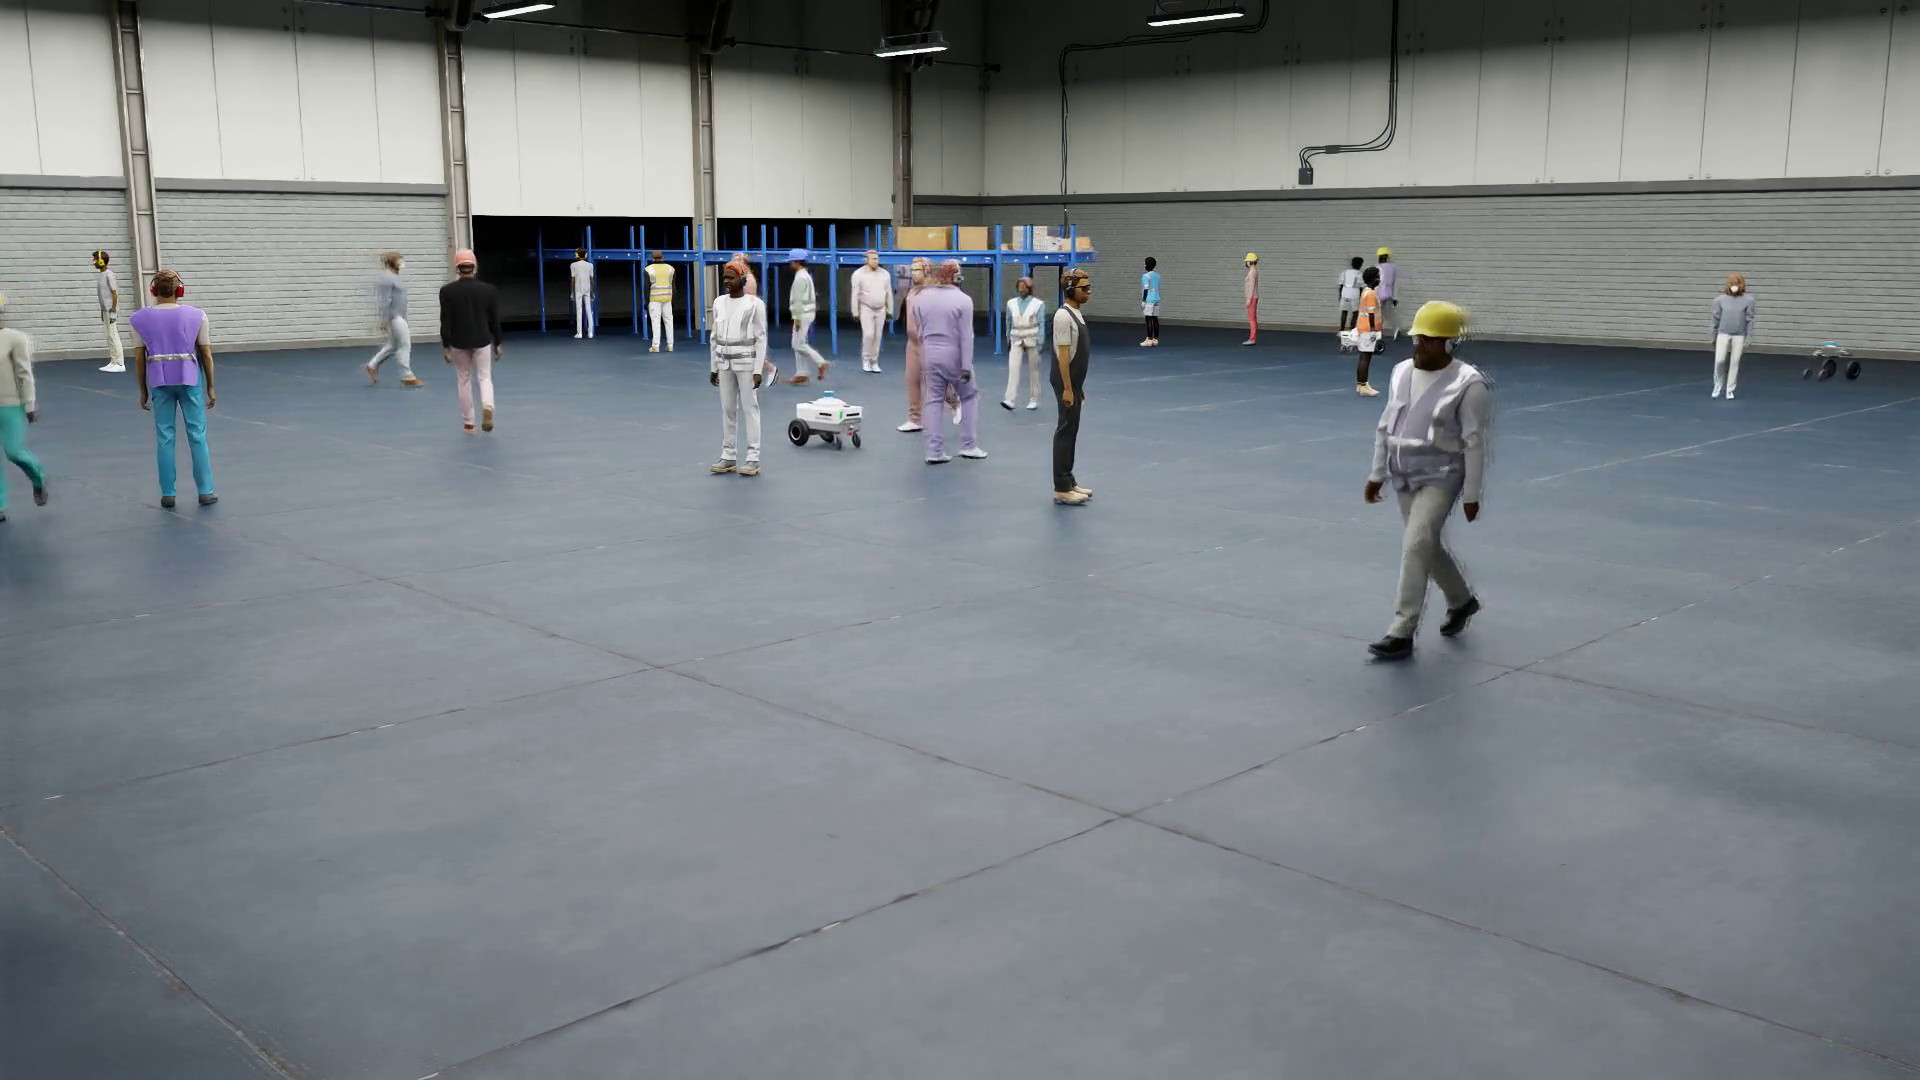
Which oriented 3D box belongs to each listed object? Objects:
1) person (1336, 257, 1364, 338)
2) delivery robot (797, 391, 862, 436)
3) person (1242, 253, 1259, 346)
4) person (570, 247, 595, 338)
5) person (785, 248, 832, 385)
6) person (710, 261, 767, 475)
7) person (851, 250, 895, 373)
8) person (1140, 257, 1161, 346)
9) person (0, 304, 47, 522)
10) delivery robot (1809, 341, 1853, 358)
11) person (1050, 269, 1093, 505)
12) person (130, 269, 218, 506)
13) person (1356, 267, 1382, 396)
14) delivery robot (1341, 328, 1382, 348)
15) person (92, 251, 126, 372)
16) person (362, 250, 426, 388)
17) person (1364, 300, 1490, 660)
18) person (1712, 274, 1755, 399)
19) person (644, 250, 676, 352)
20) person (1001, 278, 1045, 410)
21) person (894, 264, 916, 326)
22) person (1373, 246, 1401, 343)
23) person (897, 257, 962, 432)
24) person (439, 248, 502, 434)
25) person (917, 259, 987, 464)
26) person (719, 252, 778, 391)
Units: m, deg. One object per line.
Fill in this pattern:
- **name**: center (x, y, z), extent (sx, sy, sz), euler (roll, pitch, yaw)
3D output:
- **person**: center (8.064, -5.004, 34.383), extent (0.312, 1.670, 0.636), euler (-10, 14, -42)
- **delivery robot**: center (-1.324, -1.265, 16.840), extent (0.707, 0.478, 0.477), euler (9, 14, 41)
- **person**: center (5.622, -4.658, 32.177), extent (0.312, 1.768, 0.530), euler (3, 11, 15)
- **person**: center (-7.814, -5.118, 34.439), extent (0.508, 1.861, 0.312), euler (-6, 12, -31)
- **person**: center (-2.174, -3.156, 23.535), extent (0.579, 1.928, 0.622), euler (-1, 10, -3)
- **person**: center (-1.983, -1.526, 14.781), extent (0.576, 1.882, 0.355), euler (6, 12, 28)
- **person**: center (-1.310, -3.521, 25.661), extent (0.647, 1.890, 0.585), euler (-6, 12, -29)
- **person**: center (3.642, -4.559, 31.826), extent (0.321, 1.697, 0.529), euler (8, 13, 37)
- **person**: center (-7.123, -1.012, 12.352), extent (0.527, 1.749, 0.532), euler (0, 10, -2)
- **delivery robot**: center (12.932, -2.831, 24.672), extent (0.698, 0.223, 0.335), euler (-5, 11, -23)
- **person**: center (0.895, -1.224, 13.237), extent (0.346, 1.846, 0.506), euler (2, 11, 13)
- **person**: center (-6.155, -1.191, 13.053), extent (0.566, 1.847, 0.390), euler (-4, 11, -21)
- **person**: center (5.429, -2.766, 22.066), extent (0.317, 1.701, 0.541), euler (1, 10, 4)
- **delivery robot**: center (7.182, -3.638, 29.774), extent (0.707, 0.478, 0.477), euler (-4, 11, -23)
- **person**: center (-13.276, -3.557, 25.905), extent (0.310, 1.864, 0.532), euler (-9, 14, -41)
- **person**: center (-7.993, -3.102, 23.323), extent (0.861, 1.916, 0.635), euler (0, 10, 1)
- **person**: center (2.439, -0.333, 8.527), extent (0.889, 1.798, 0.595), euler (-6, 12, -29)
- **person**: center (9.988, -2.626, 21.508), extent (0.502, 1.618, 0.438), euler (4, 11, 23)
- **person**: center (-5.481, -4.351, 30.321), extent (0.619, 1.837, 0.430), euler (-7, 12, -33)
- **person**: center (0.766, -2.352, 20.046), extent (0.543, 1.589, 0.845), euler (4, 11, 22)
- **person**: center (-1.260, -5.882, 38.560), extent (0.548, 1.892, 0.928), euler (-7, 13, -34)
- **person**: center (8.243, -4.726, 32.206), extent (0.586, 1.898, 0.743), euler (-4, 11, -22)
- **person**: center (-0.329, -2.121, 18.020), extent (0.693, 1.883, 0.654), euler (-9, 14, -41)
- **person**: center (-5.174, -2.096, 17.640), extent (0.630, 1.977, 0.753), euler (-4, 11, -21)
- **person**: center (-0.053, -1.672, 15.591), extent (0.648, 1.885, 0.727), euler (7, 13, 34)
- **person**: center (-2.906, -2.968, 22.638), extent (0.709, 1.887, 0.650), euler (-4, 11, -21)
